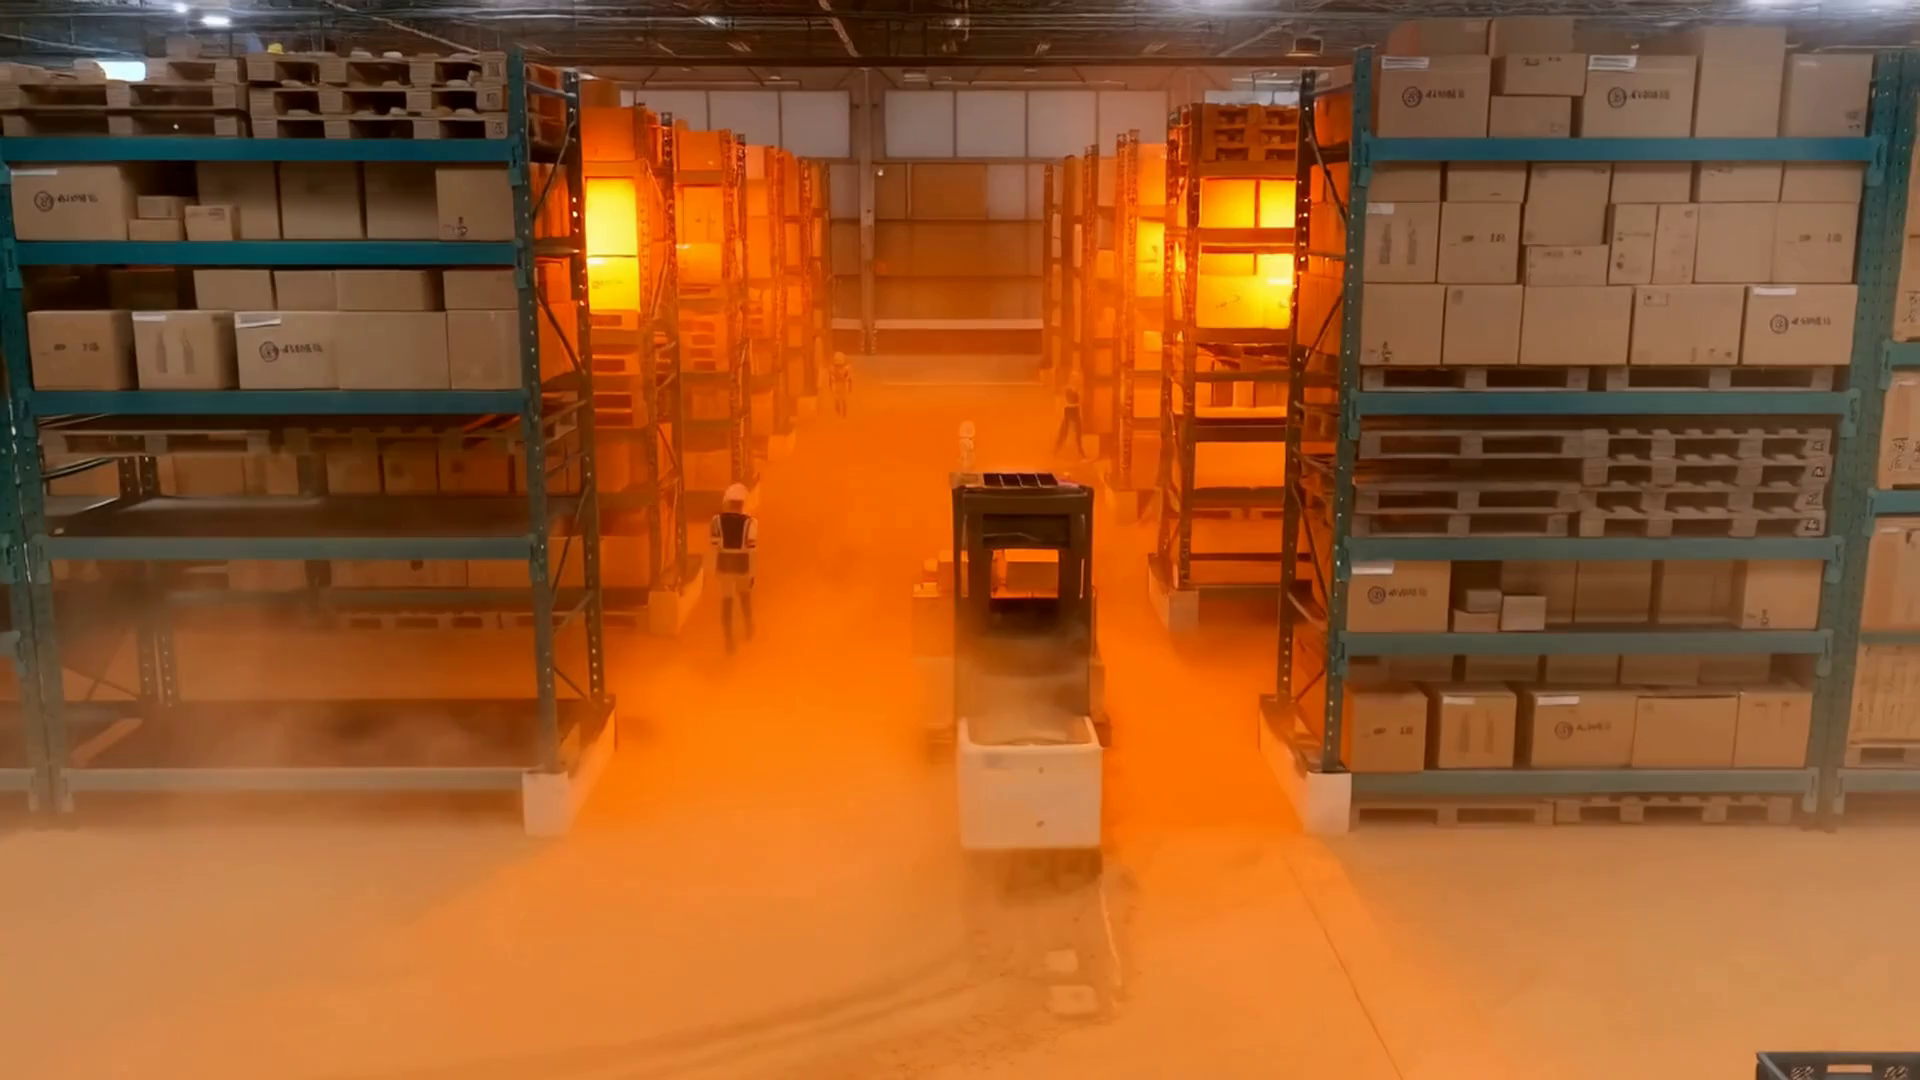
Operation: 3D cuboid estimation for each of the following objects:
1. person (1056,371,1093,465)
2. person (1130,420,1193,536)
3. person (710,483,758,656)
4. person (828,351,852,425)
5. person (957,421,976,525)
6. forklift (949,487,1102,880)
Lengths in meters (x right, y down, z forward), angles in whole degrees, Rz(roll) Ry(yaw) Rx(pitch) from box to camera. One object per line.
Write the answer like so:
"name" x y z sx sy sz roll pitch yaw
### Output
"person" 2.157 -2.324 31.886 0.739 1.804 0.659 10 15 42
"person" 3.097 -0.949 25.141 0.969 1.791 0.638 1 11 3
"person" -2.526 0.295 18.743 0.552 1.869 1.028 0 11 1
"person" -2.710 -3.438 37.699 0.553 1.682 0.370 0 11 0
"person" 0.115 -1.052 26.008 0.286 1.636 0.499 -5 12 -23
"forklift" 0.495 0.986 12.813 1.129 2.768 1.873 0 11 -2
